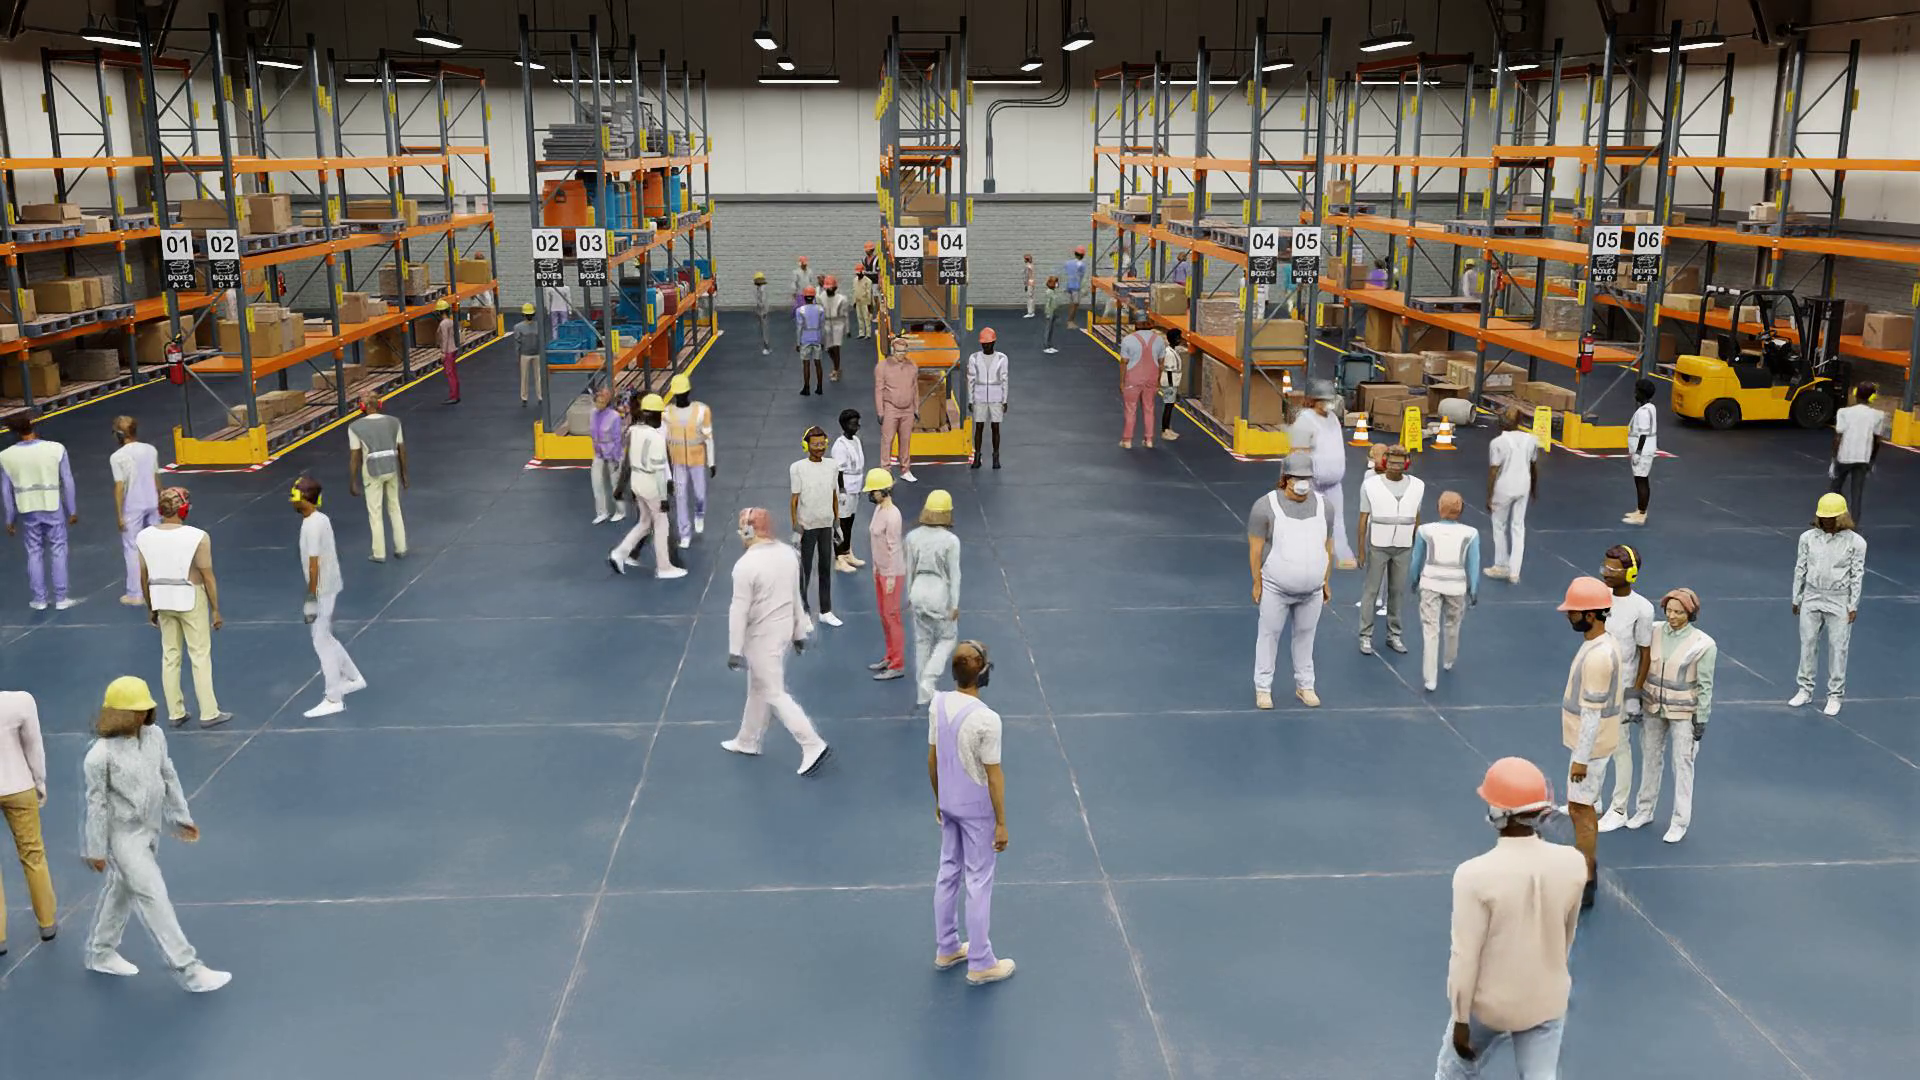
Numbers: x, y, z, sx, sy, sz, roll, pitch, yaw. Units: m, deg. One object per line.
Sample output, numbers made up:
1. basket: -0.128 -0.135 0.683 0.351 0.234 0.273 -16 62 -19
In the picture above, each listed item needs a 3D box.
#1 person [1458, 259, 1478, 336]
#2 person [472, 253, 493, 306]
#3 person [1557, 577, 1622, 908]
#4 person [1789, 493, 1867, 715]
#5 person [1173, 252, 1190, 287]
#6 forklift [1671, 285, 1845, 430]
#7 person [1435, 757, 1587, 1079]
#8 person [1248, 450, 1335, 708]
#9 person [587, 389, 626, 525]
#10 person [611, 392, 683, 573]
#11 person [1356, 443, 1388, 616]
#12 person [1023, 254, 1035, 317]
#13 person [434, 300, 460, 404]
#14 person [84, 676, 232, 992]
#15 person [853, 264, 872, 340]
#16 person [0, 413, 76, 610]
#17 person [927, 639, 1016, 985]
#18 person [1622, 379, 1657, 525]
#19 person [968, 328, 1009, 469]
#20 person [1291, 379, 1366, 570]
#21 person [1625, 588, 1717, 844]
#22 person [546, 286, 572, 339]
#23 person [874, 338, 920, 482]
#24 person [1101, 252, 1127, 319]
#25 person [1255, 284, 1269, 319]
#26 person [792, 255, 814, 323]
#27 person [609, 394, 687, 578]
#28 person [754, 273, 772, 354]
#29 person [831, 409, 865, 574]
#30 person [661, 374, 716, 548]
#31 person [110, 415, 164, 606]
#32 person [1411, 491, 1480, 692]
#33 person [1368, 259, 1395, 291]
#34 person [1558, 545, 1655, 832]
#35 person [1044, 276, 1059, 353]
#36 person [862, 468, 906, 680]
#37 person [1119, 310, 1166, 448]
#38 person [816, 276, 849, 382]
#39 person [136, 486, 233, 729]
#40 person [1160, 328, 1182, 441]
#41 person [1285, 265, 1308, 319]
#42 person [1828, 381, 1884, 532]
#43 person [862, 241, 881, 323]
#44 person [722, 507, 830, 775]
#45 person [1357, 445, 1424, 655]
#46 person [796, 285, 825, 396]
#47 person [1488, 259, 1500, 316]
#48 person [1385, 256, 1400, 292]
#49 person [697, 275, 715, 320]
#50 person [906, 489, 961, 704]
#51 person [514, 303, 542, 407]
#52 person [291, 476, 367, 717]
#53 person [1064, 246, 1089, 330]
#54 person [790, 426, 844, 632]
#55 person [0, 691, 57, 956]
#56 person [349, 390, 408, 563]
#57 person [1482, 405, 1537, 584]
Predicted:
1. person: 11.827 -5.627 38.642 0.613 1.790 0.519 -11 17 -38
2. person: -11.517 -5.970 40.003 0.735 1.837 0.589 11 17 39
3. person: 3.600 1.156 9.625 0.391 1.924 0.552 5 14 21
4. person: 6.700 0.483 12.895 0.489 1.729 0.323 12 18 42
5. person: 5.843 -6.781 43.868 0.507 1.633 0.278 12 18 41
6. forklift: 12.503 -2.886 26.166 2.313 2.155 1.214 -1 13 -3
7. person: 2.188 1.809 6.770 0.614 1.952 0.956 -3 14 -11
8. person: 2.604 0.310 12.952 0.682 2.000 0.537 -2 13 -9
9. person: -4.084 -0.968 19.293 0.533 1.590 0.605 7 15 26
10. person: -3.258 -0.584 17.100 0.984 1.873 0.601 4 14 17
11. person: 3.941 -0.108 15.635 0.315 1.621 0.514 -5 14 -19
12. person: 1.781 -6.573 43.002 0.318 1.631 0.514 3 14 13
13. person: -8.794 -3.210 28.457 0.328 1.767 0.532 -1 13 -2
14. person: -4.227 1.513 8.603 0.916 1.688 0.487 3 14 12
15. person: -2.246 -5.426 37.918 0.552 1.735 0.380 13 18 43
16. person: -8.684 -0.247 15.688 0.617 1.891 0.382 -6 14 -23
17. person: 0.054 1.413 8.699 0.332 1.844 0.517 -12 18 -42
18. person: 7.924 -1.027 19.351 0.317 1.697 0.540 7 15 29
19. person: 0.382 -1.925 22.643 0.552 1.935 0.374 1 13 4
20. person: 3.758 -0.669 17.101 0.694 2.000 0.962 -11 17 -39
21. person: 4.499 1.092 10.523 0.312 1.634 0.514 -9 16 -35
22. person: -8.550 -4.872 35.497 0.533 1.767 0.326 -1 13 -4
23. person: -0.800 -1.684 21.702 0.638 1.903 0.408 -8 15 -30
24. person: 3.763 -6.147 40.787 0.960 1.816 0.542 10 16 35
25. person: 6.932 -5.604 38.367 0.349 1.878 0.580 -6 14 -23
26. person: -3.881 -6.141 40.947 0.570 1.736 0.551 -9 16 -33
27. person: -3.178 -0.527 16.793 0.683 1.900 0.624 -8 16 -32
28. person: -4.189 -4.815 35.409 0.339 1.698 0.635 -2 13 -9
29. person: -1.158 -0.518 17.196 0.322 1.698 0.533 4 14 17
30. person: -3.006 -0.899 18.363 0.610 1.906 0.694 -1 13 -6
31. person: -7.871 -0.291 15.946 0.362 1.835 0.528 6 15 26
32. person: 3.945 0.387 13.572 0.525 1.594 0.847 3 14 13
33. person: 9.671 -5.510 38.085 0.648 1.819 0.498 11 17 40
34. person: 4.169 0.939 10.653 0.327 1.874 0.521 -5 14 -20
35. person: 1.959 -4.816 35.542 0.279 1.632 0.502 6 14 23
36. person: -0.627 0.272 13.735 0.342 1.753 0.535 -4 14 -16
37. person: 2.621 -2.359 24.261 0.687 2.000 0.535 -4 14 -17
38. person: -2.369 -4.005 31.368 0.628 2.000 0.862 4 14 15
39. person: -5.847 0.519 12.483 0.566 1.844 0.381 2 13 6
40. person: 3.159 -2.334 24.918 0.320 1.686 0.539 2 13 10
41. person: 8.503 -6.392 41.982 0.590 1.734 0.358 6 15 23
42. person: 9.877 -0.866 18.434 0.528 1.814 1.006 3 14 12
43. person: -2.225 -6.447 41.609 0.617 2.030 0.410 10 17 36
44. person: -1.321 0.692 11.722 0.931 1.866 0.669 6 15 25
45. person: 3.704 0.074 14.377 0.571 1.840 0.373 -2 13 -8
46. person: -2.653 -3.526 29.425 0.543 1.939 0.355 -7 15 -26
47. person: 13.134 -6.097 40.964 0.277 1.635 0.505 8 16 31
48. person: 10.741 -6.306 41.769 0.556 1.671 0.611 2 13 9
49. person: -6.188 -5.932 40.304 0.520 1.617 0.664 -8 15 -29
50. person: -0.223 0.464 12.976 0.503 1.724 0.476 7 15 27
51. person: -7.249 -3.127 28.132 0.530 1.760 0.368 -7 15 -26
52. person: -4.914 0.425 12.903 0.442 1.847 0.686 -5 14 -20
53. person: 2.807 -6.061 40.020 0.570 2.006 0.612 -8 15 -31
54. person: -1.294 -0.110 15.113 0.516 1.867 0.327 -9 16 -33
55. person: -5.232 1.378 9.018 0.522 1.769 0.317 -12 18 -42
56. person: -6.148 -0.668 17.579 0.444 1.823 0.607 13 18 43
57. person: 5.546 -0.456 16.671 0.628 1.818 0.582 -2 13 -9
